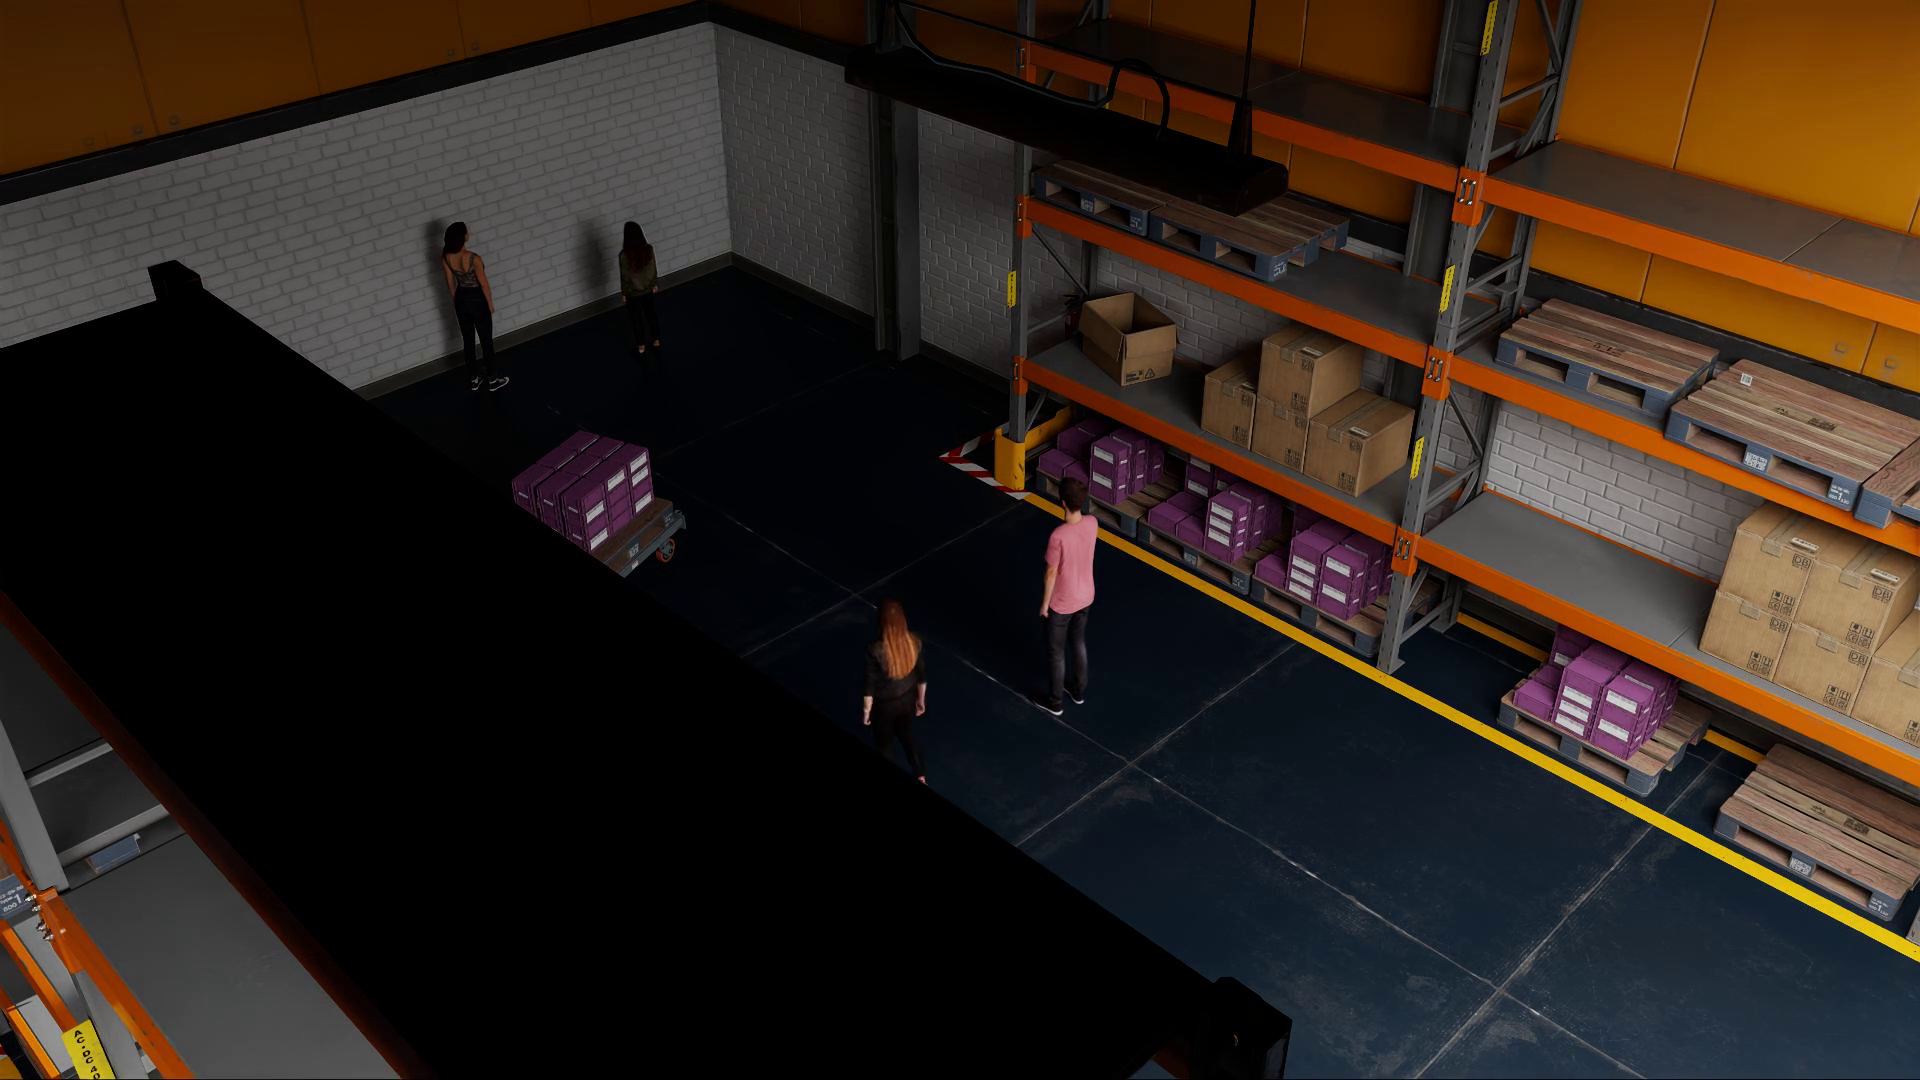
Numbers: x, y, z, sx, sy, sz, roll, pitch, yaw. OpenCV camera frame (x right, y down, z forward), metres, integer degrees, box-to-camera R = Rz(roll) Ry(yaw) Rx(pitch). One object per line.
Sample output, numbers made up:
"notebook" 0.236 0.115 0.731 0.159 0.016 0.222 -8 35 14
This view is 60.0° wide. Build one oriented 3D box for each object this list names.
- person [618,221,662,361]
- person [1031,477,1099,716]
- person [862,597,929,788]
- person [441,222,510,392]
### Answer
"person" -3.311 -2.587 17.157 0.593 1.475 0.501 -26 42 -34
"person" 0.804 0.422 12.194 0.627 1.958 0.560 -27 42 -34
"person" -0.411 1.169 11.306 0.728 1.698 0.868 -18 38 -25
"person" -4.836 -2.313 16.478 0.636 1.770 0.747 8 34 12
